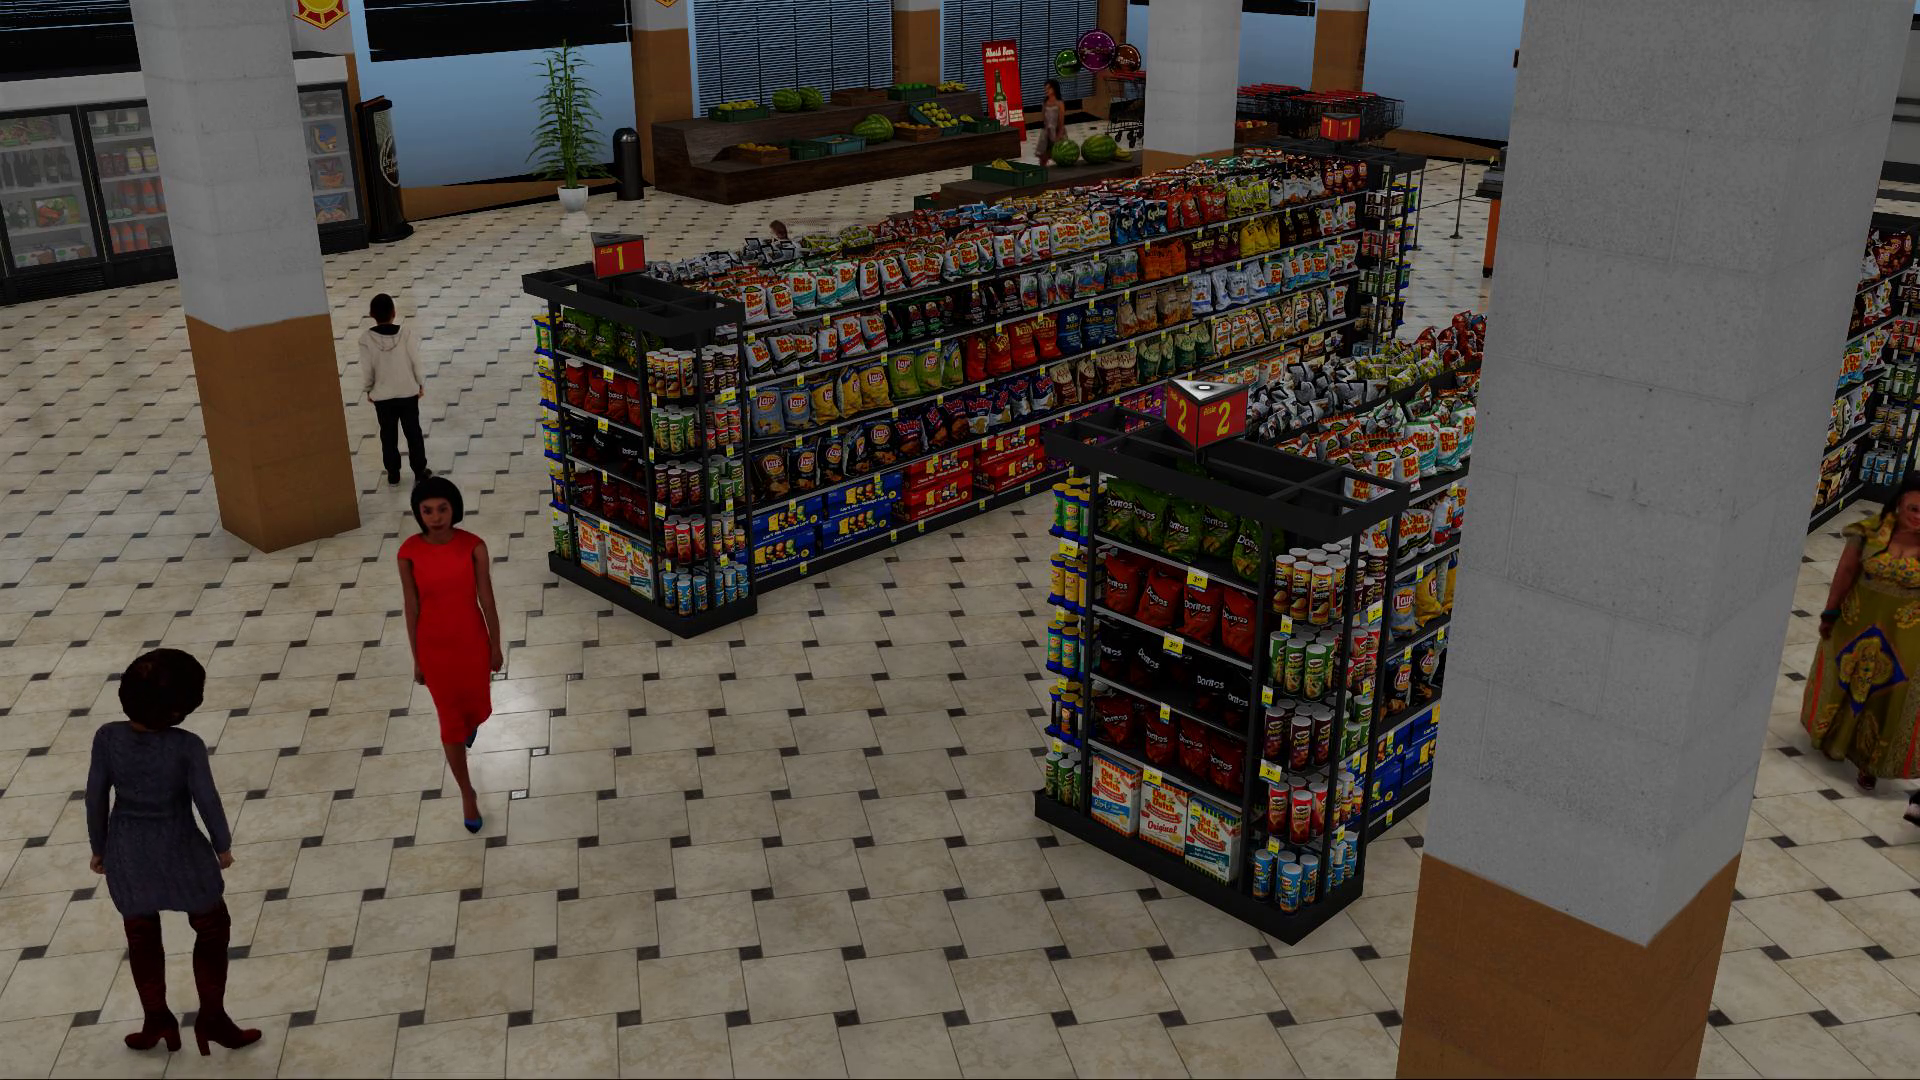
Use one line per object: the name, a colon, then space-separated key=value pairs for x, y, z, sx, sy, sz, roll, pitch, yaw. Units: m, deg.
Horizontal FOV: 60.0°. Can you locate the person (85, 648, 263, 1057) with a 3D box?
person: x=-3.091 y=1.221 z=6.295 sx=0.723 sy=1.690 sz=0.822 roll=-8 pitch=23 yaw=-19

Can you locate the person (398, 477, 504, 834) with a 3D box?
person: x=-2.434 y=0.512 z=8.015 sx=1.010 sy=1.723 sz=0.911 roll=-7 pitch=23 yaw=-18

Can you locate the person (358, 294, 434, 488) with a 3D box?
person: x=-4.226 y=-1.117 z=12.428 sx=0.618 sy=1.455 sz=0.719 roll=-5 pitch=22 yaw=-11

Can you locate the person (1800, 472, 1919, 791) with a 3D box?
person: x=4.668 y=0.400 z=8.413 sx=0.893 sy=1.633 sz=0.964 roll=14 pitch=26 yaw=31

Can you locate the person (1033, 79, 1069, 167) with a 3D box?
person: x=1.402 y=-5.683 z=23.600 sx=0.710 sy=1.597 sz=1.194 roll=16 pitch=27 yaw=35
